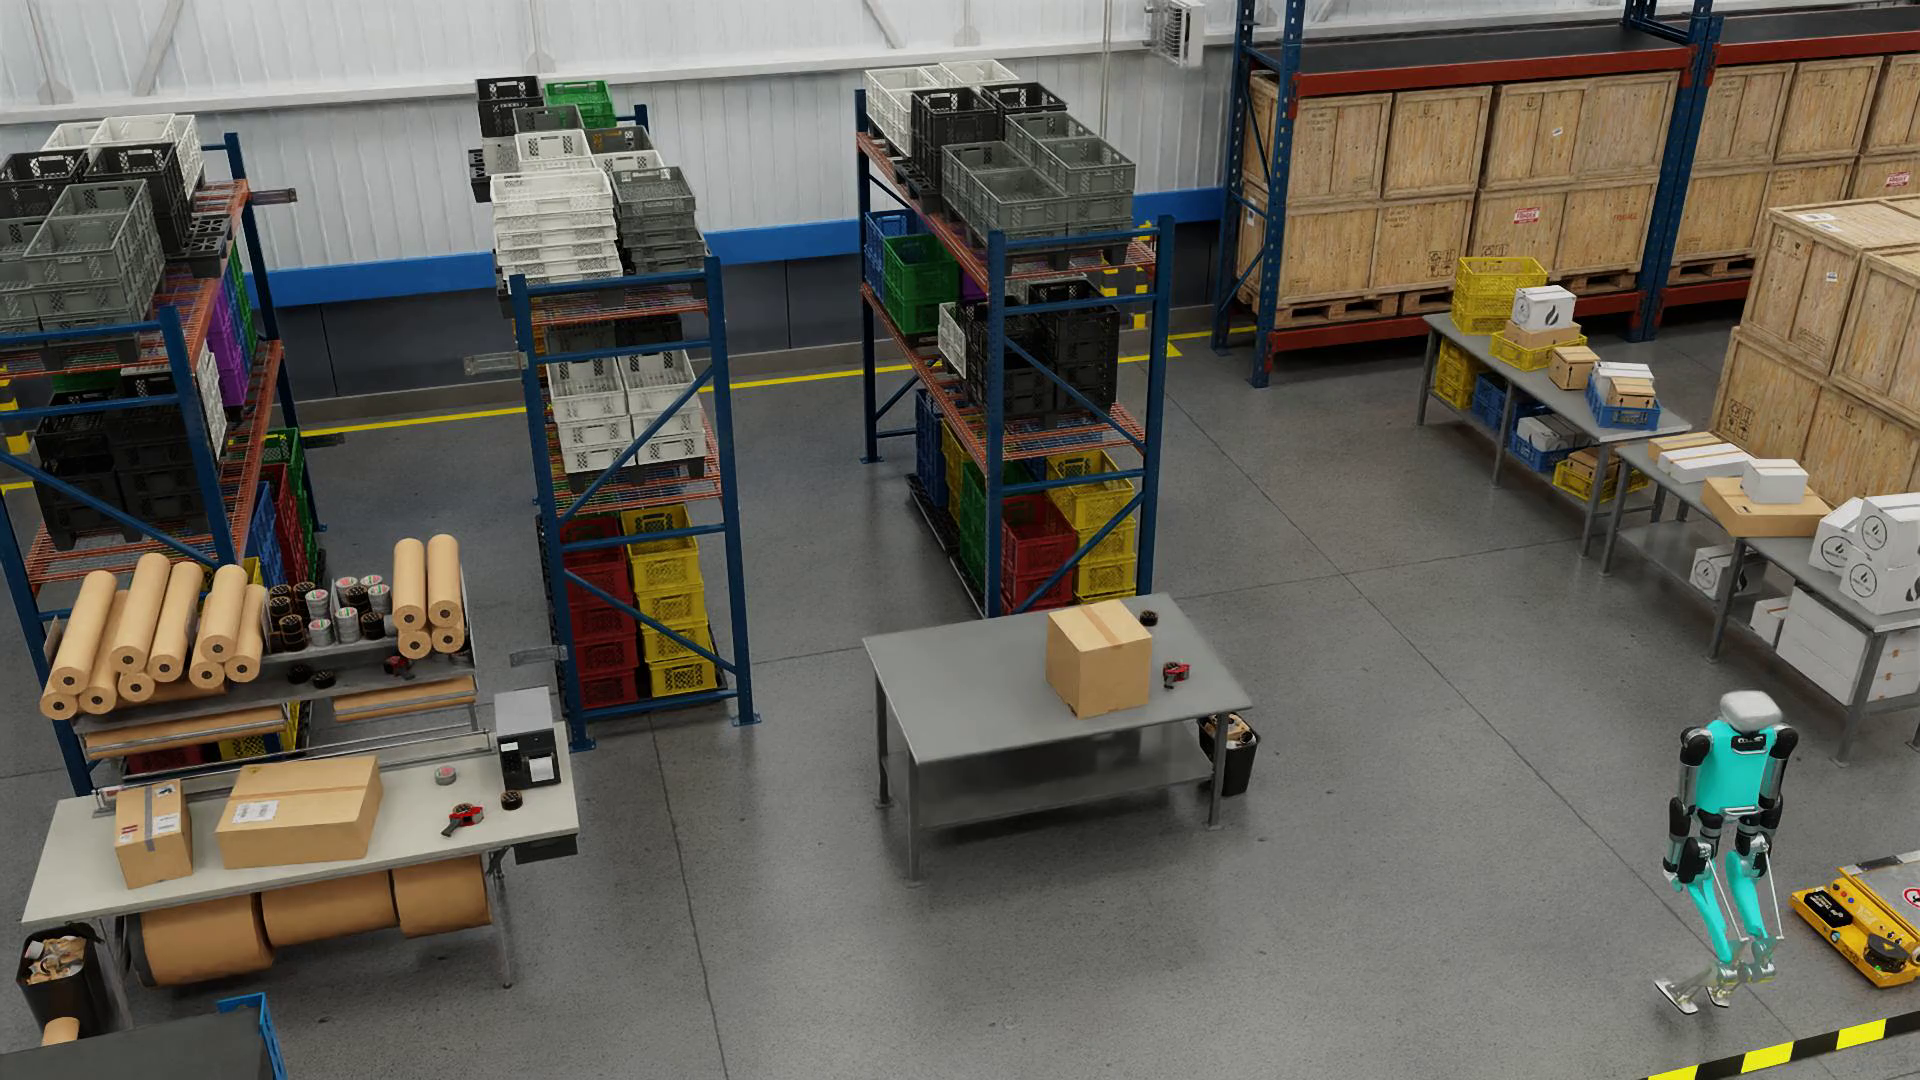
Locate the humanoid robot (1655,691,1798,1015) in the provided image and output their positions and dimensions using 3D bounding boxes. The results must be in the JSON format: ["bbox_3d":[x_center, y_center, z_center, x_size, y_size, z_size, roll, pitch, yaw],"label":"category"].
[{"bbox_3d":[3.596,1.549,7.683,0.533,1.673,0.735,-3,29,-6],"label":"humanoid robot"}]

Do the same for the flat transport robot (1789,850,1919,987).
[{"bbox_3d":[5.163,1.916,8.676,1.431,0.231,0.659,-8,30,-14],"label":"flat transport robot"}]
